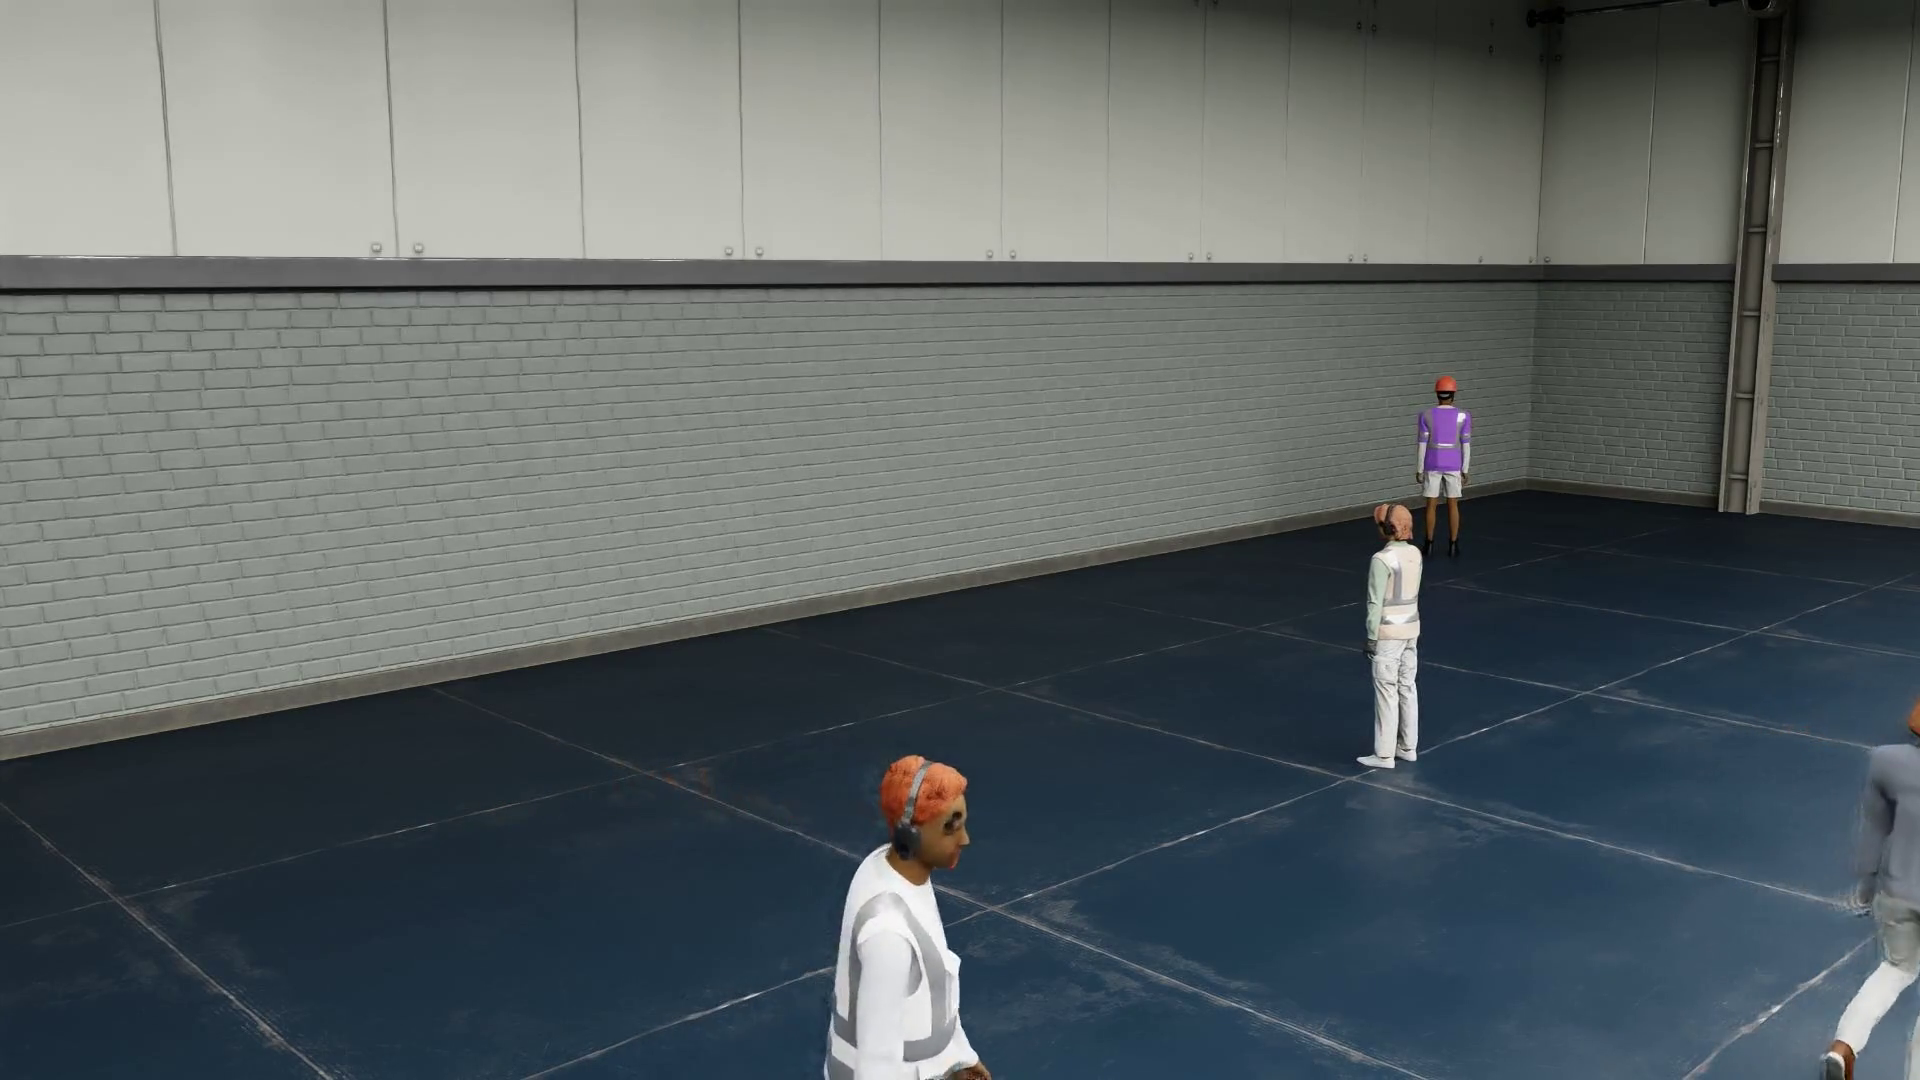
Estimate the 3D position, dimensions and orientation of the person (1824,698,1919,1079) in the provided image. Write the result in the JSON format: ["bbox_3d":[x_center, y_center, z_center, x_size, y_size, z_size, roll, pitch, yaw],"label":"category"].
[{"bbox_3d":[3.414,1.285,5.913,0.473,1.617,0.504,-5,10,-27],"label":"person"}]

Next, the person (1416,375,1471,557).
[{"bbox_3d":[5.161,-0.789,17.790,0.550,1.933,0.374,2,9,12],"label":"person"}]

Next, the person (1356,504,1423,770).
[{"bbox_3d":[2.654,0.588,10.194,0.316,1.629,0.509,8,12,42],"label":"person"}]

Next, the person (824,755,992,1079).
[{"bbox_3d":[-0.149,1.438,4.320,1.008,1.828,0.567,-1,9,-7],"label":"person"}]
